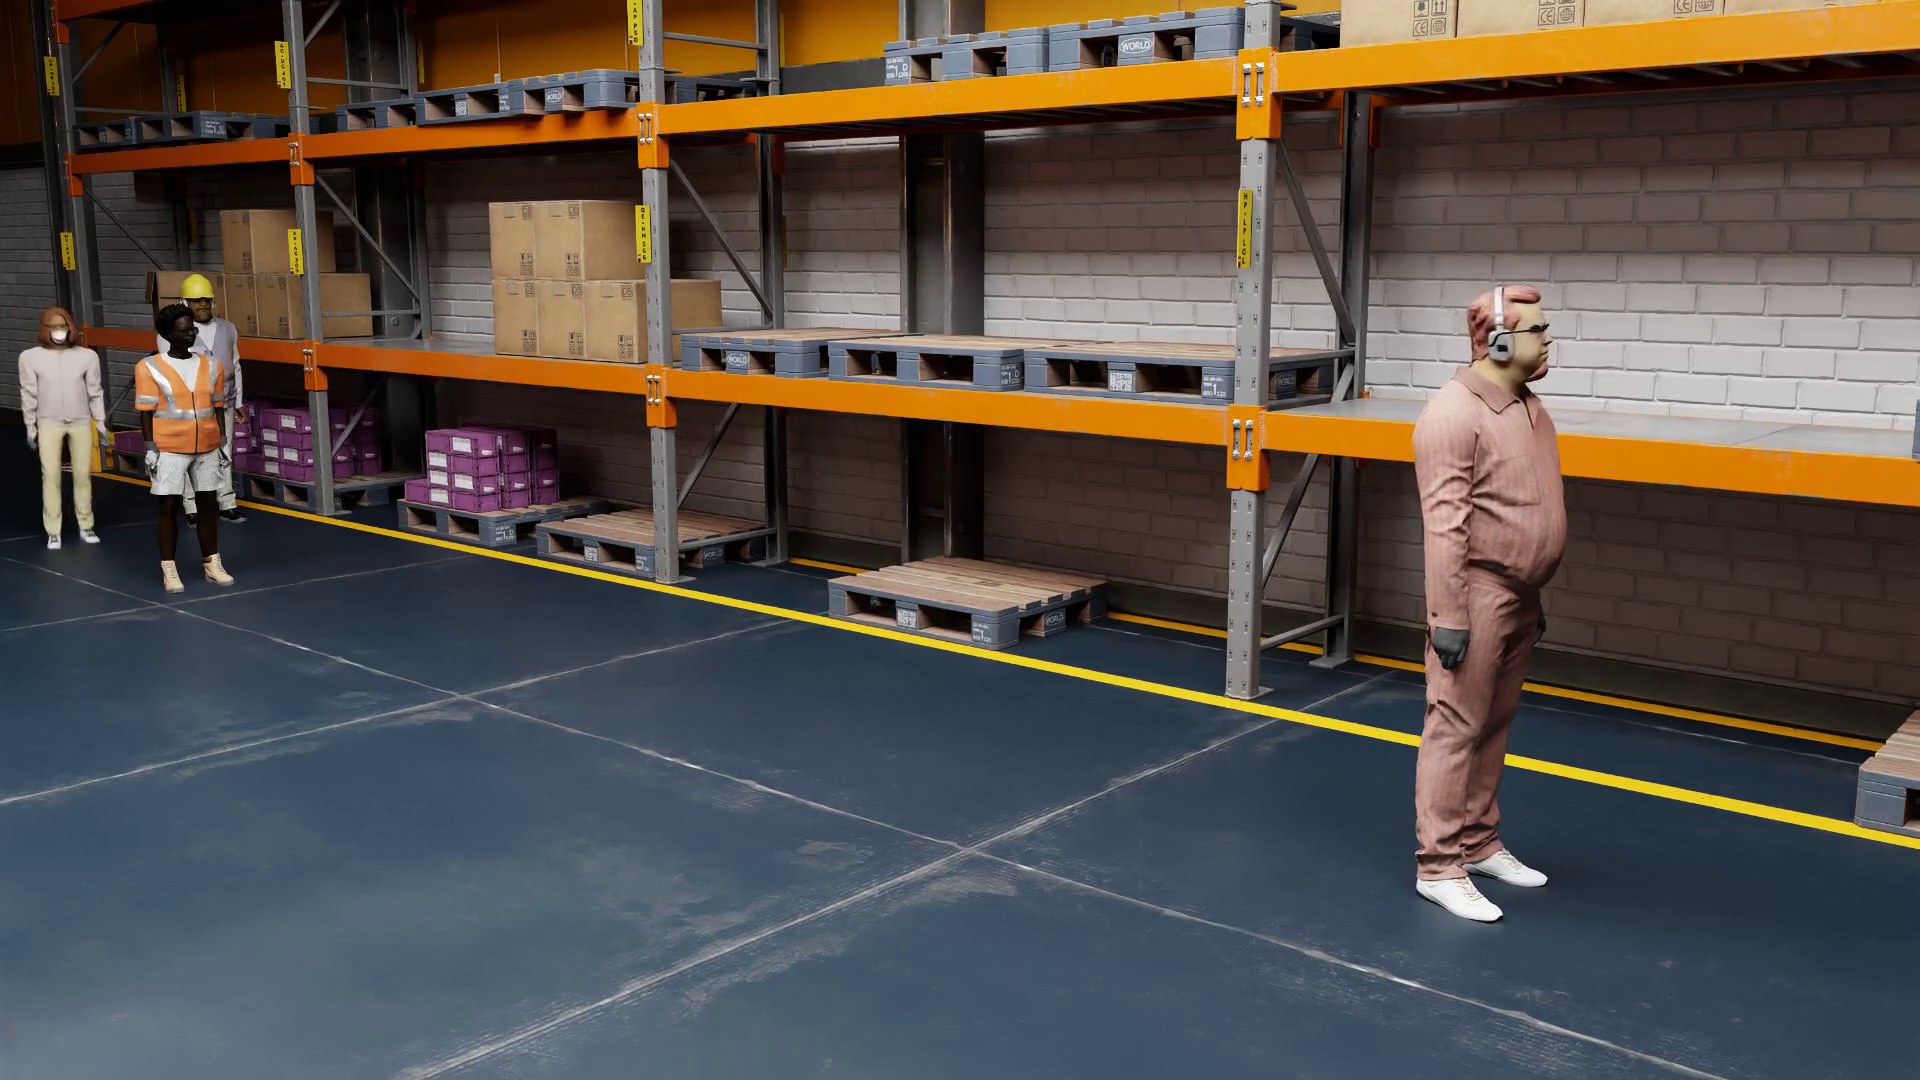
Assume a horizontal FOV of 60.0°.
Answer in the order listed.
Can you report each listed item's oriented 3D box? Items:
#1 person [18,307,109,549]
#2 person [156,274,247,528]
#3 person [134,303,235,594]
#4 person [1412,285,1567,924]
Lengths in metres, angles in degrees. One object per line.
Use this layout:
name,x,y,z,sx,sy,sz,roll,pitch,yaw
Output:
person,-6.085,-0.765,11.310,0.505,1.632,0.307,-8,12,-37
person,-5.500,-1.011,12.127,0.404,1.833,0.592,8,13,40
person,-4.580,-0.544,9.847,0.318,1.700,0.536,8,13,40
person,1.635,0.184,5.101,0.408,1.913,0.642,8,13,40
